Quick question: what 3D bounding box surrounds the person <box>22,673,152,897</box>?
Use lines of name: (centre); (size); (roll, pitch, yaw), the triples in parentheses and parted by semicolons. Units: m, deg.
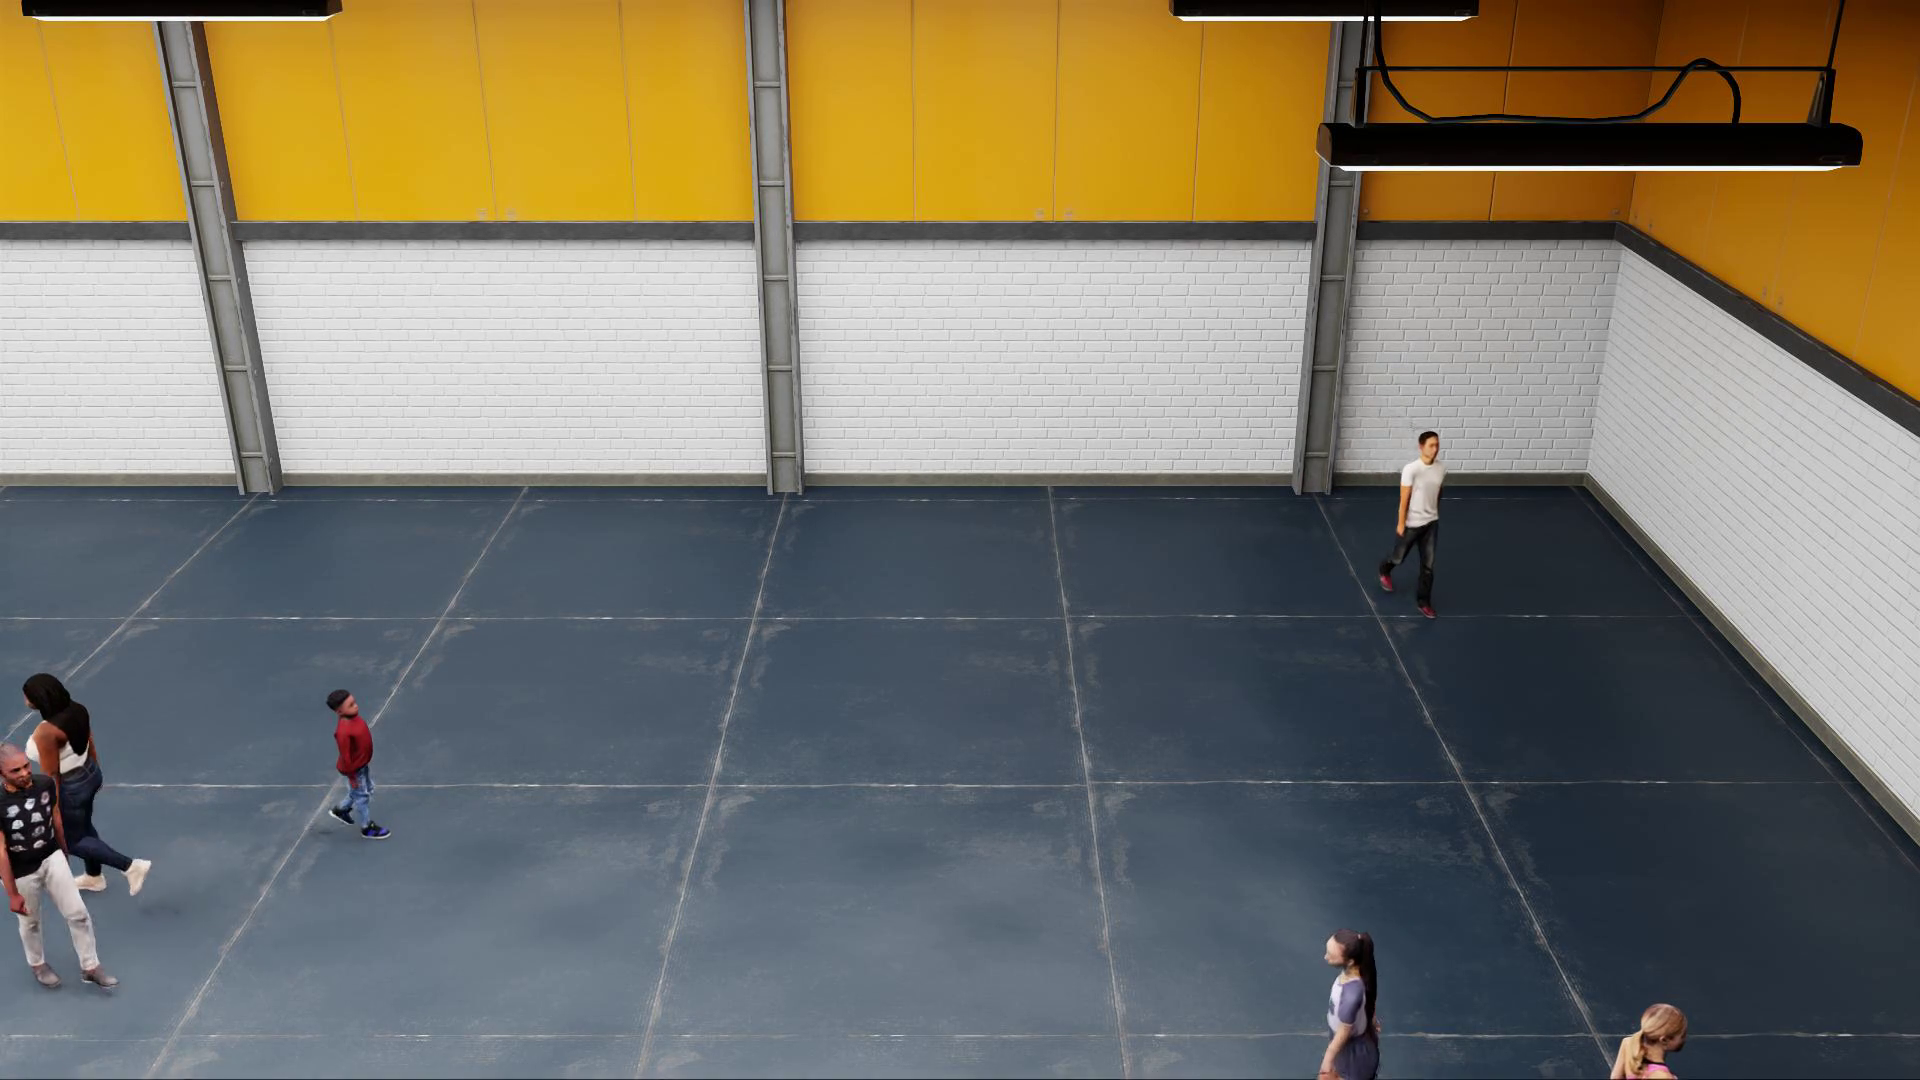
person: (-6.040, 1.737, 11.490); (0.973, 1.786, 0.677); (3, 24, 7)

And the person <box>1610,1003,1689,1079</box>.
person: (3.394, 3.092, 8.388); (0.604, 1.786, 0.654); (-6, 24, -14)

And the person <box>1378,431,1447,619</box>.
person: (4.335, -0.200, 15.934); (1.149, 1.774, 0.933); (-7, 24, -15)

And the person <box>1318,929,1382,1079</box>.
person: (2.254, 2.820, 9.228); (0.747, 1.613, 0.698); (11, 26, 23)

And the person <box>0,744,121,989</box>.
person: (-6.004, 2.091, 10.688); (1.071, 1.778, 0.966); (17, 29, 34)

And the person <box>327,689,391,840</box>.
person: (-4.547, 1.661, 12.337); (0.676, 1.245, 0.536); (-2, 24, -5)
